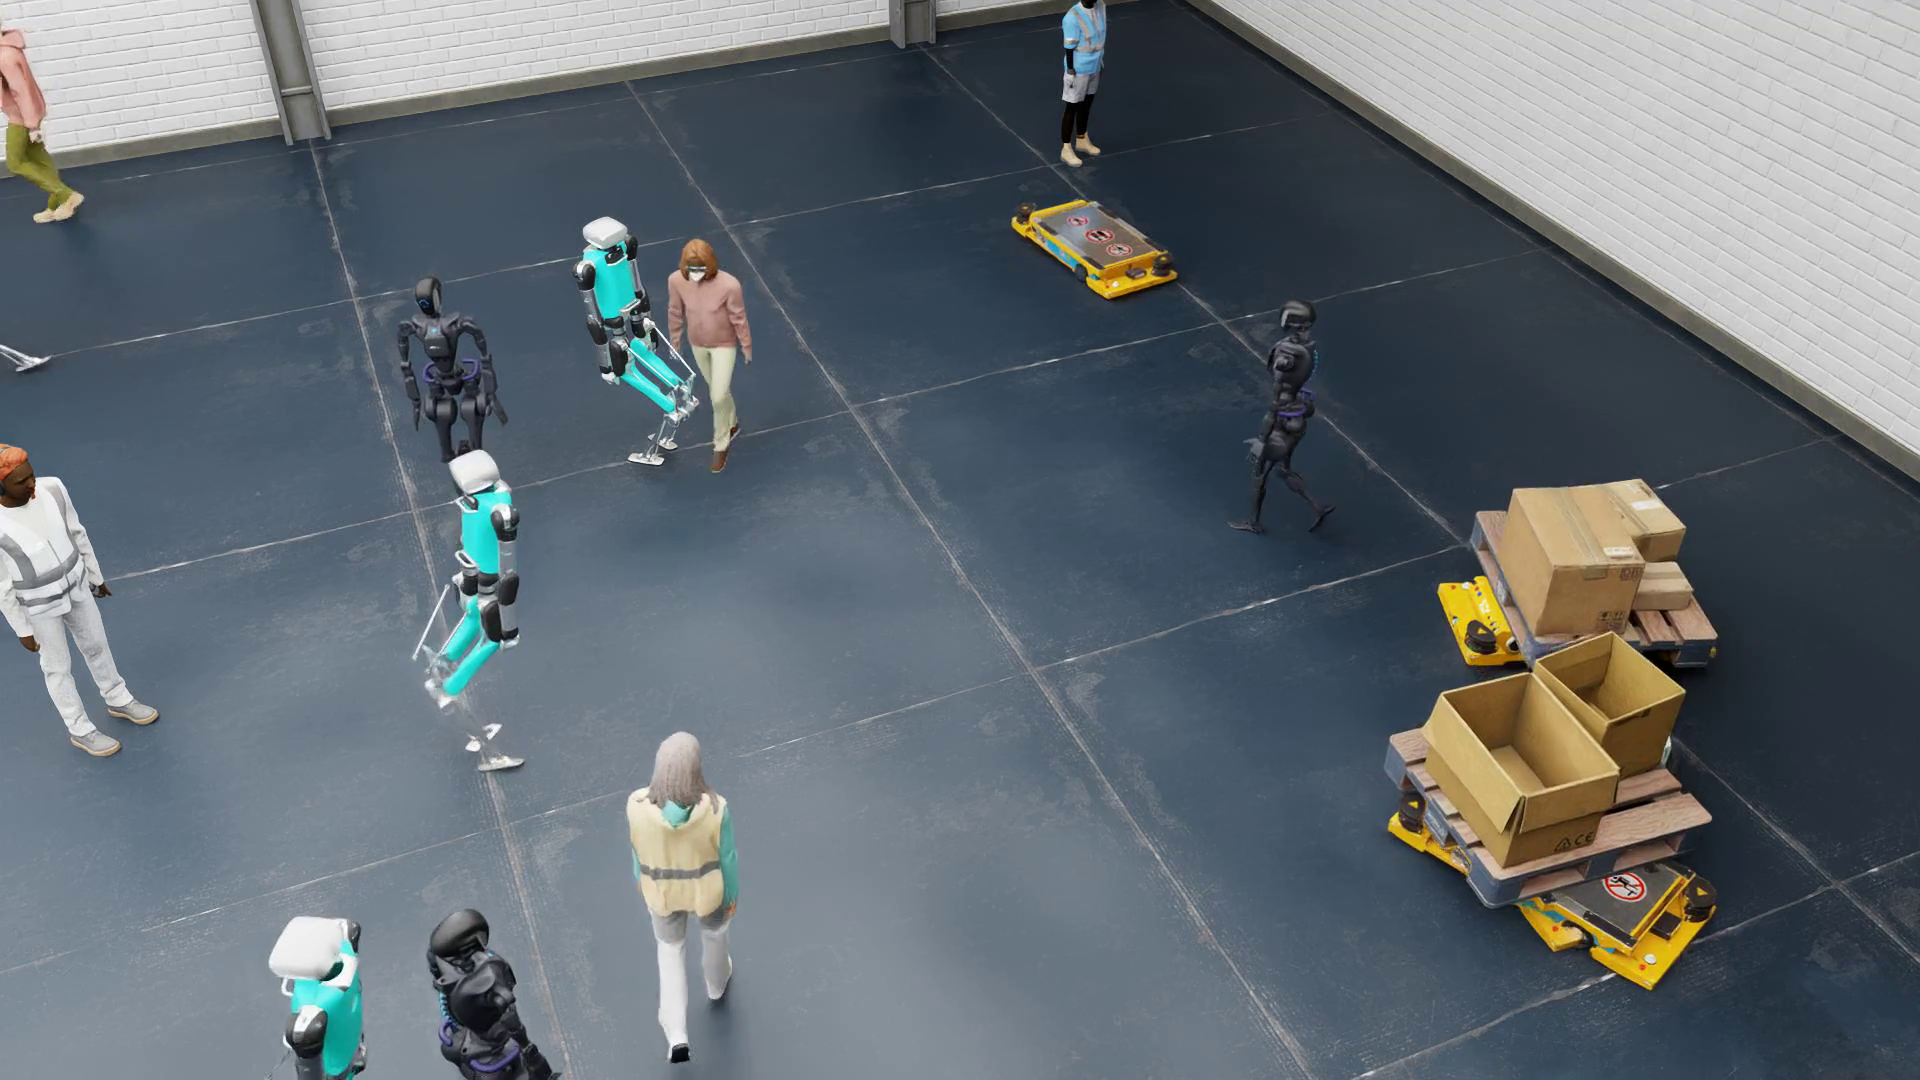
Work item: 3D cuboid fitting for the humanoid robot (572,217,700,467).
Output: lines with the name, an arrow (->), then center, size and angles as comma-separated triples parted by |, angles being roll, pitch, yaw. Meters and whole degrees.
humanoid robot -> -1.966, -1.202, 10.524 | 0.735, 1.677, 0.533 | 18, 41, 22

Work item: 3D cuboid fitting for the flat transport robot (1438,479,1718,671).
flat transport robot -> 3.590, 0.439, 9.703 | 1.431, 0.231, 0.659 | -1, 38, -2

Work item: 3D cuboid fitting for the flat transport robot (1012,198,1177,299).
flat transport robot -> 1.065, -2.382, 13.374 | 0.659, 0.231, 1.431 | -19, 42, -23

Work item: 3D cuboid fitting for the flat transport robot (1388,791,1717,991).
flat transport robot -> 2.913, 1.583, 8.213 | 1.431, 0.231, 0.659 | 31, 47, 34

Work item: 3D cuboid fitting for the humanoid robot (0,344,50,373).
humanoid robot -> -7.075, -1.801, 11.433 | 0.918, 1.763, 0.553 | -12, 39, -15

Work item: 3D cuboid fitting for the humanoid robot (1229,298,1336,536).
humanoid robot -> 2.010, -0.690, 10.033 | 0.614, 1.641, 0.597 | 18, 41, 22

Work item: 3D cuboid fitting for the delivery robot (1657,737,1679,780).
delivery robot -> 3.503, 0.955, 8.786 | 0.499, 0.582, 0.773 | 5, 38, 7

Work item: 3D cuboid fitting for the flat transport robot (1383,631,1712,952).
flat transport robot -> 2.885, 1.420, 8.425 | 0.659, 0.231, 1.431 | -11, 39, -14

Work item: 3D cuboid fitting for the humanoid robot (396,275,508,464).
humanoid robot -> -3.124, -0.941, 10.355 | 0.588, 1.642, 0.533 | -4, 38, -5

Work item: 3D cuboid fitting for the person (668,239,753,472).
person -> -1.634, -1.216, 10.746 | 0.540, 1.601, 0.664 | 11, 39, 14

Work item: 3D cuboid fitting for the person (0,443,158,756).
person -> -4.646, 0.301, 8.563 | 0.361, 1.880, 0.573 | 14, 40, 17

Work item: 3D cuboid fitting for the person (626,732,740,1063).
person -> -1.169, 1.530, 7.111 | 0.468, 1.685, 0.641 | -1, 38, -2

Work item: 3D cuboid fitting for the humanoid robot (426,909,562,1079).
humanoid robot -> -1.806, 1.994, 6.519 | 0.601, 1.658, 0.372 | 25, 44, 29

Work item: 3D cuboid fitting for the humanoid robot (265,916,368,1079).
humanoid robot -> -2.542, 2.087, 6.355 | 0.772, 1.769, 0.531 | 0, 38, 0

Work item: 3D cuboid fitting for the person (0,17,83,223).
person -> -7.606, -3.421, 13.451 | 0.439, 1.823, 0.528 | -14, 40, -18

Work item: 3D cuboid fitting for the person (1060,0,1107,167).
person -> 1.082, -4.108, 14.447 | 0.316, 1.695, 0.540 | 25, 44, 29

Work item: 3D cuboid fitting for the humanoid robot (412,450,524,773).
humanoid robot -> -2.550, 0.420, 8.509 | 0.783, 1.751, 0.588 | -26, 45, -30
